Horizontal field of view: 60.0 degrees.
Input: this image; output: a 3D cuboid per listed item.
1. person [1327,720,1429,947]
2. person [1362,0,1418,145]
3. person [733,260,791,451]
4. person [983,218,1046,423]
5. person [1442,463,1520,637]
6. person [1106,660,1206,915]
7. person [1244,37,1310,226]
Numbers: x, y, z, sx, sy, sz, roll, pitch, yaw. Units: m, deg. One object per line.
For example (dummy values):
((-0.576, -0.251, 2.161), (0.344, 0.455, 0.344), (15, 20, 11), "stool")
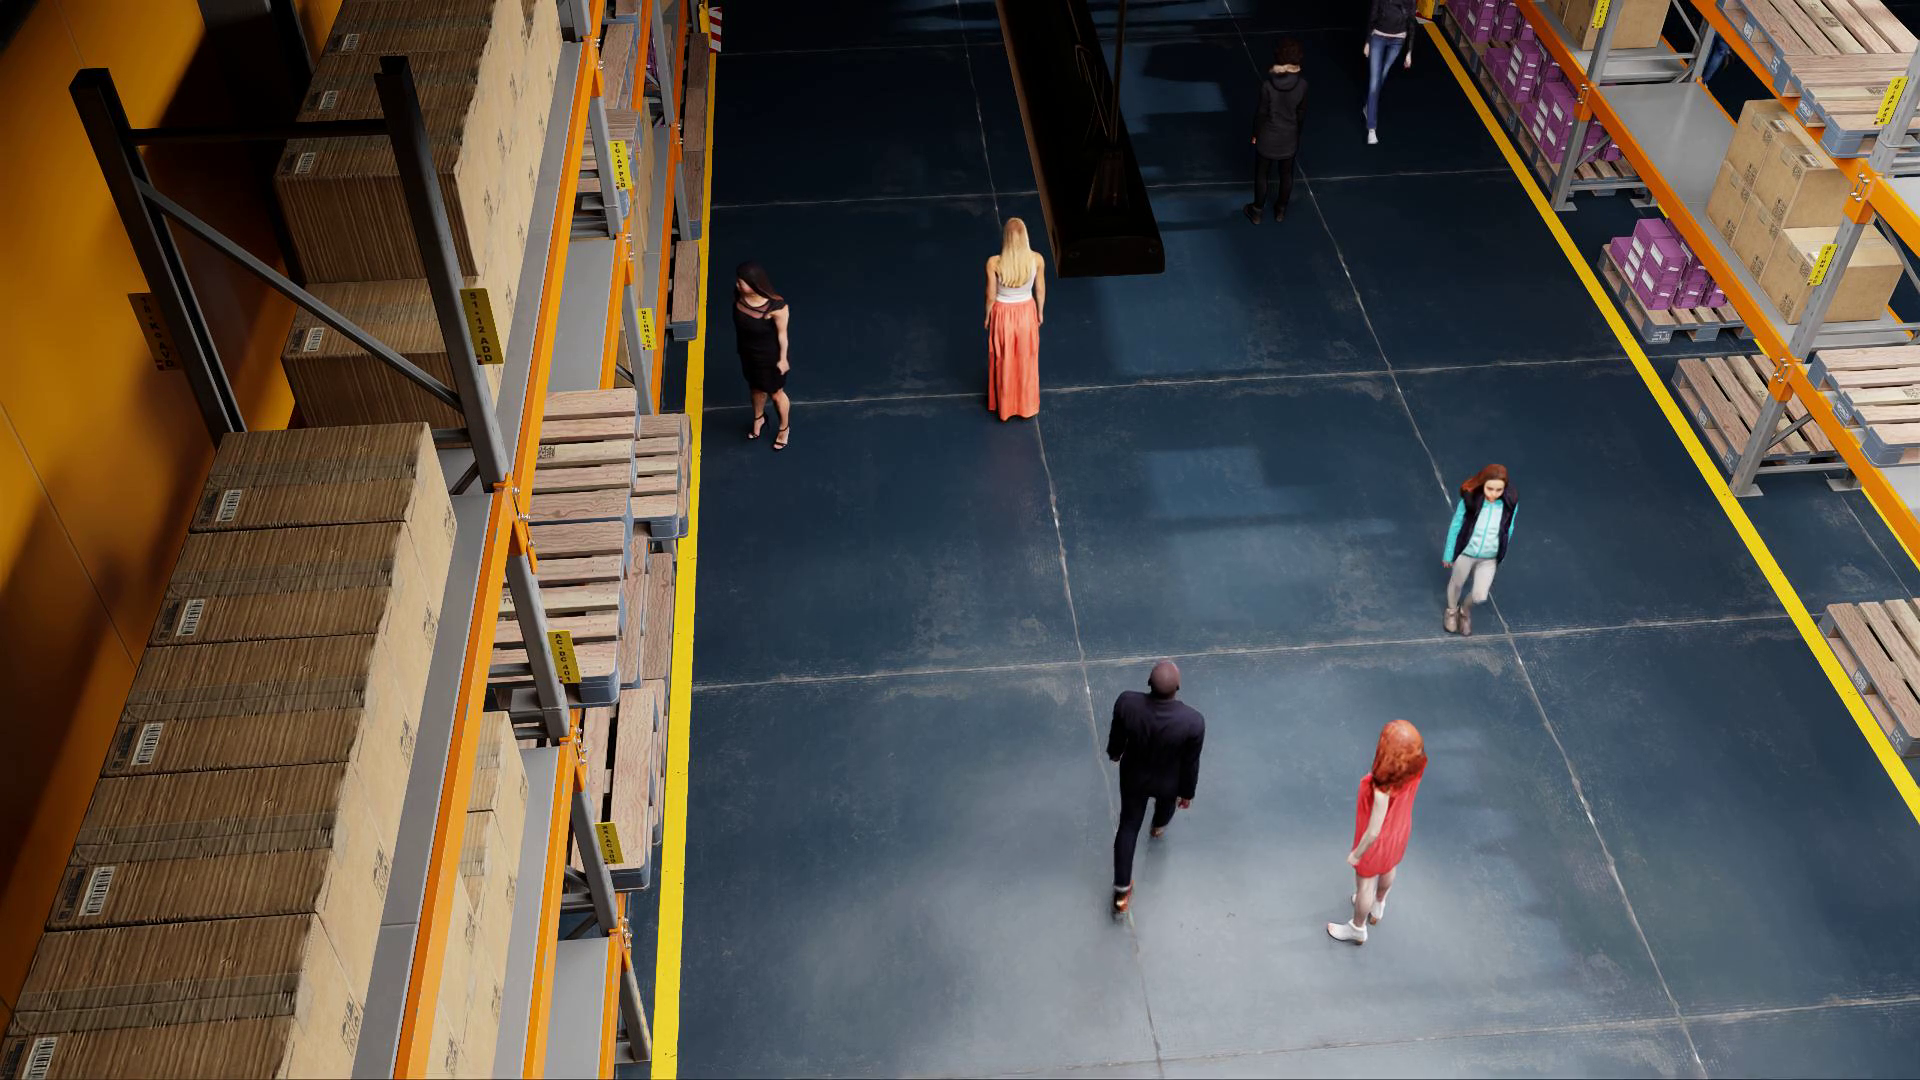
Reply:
((2.355, 1.640, 9.267), (0.670, 1.826, 0.712), (-35, 53, -31), "person")
((4.113, -4.802, 16.084), (0.689, 1.750, 1.160), (1, 44, 1), "person")
((-1.480, -1.405, 12.542), (0.757, 1.715, 0.806), (26, 50, 25), "person")
((0.414, -1.676, 12.762), (0.608, 1.806, 0.556), (-3, 44, -3), "person")
((3.474, 0.016, 11.216), (0.632, 1.487, 0.664), (4, 44, 5), "person")
((1.071, 1.420, 9.534), (1.025, 1.777, 1.291), (13, 45, 13), "person")
((2.842, -3.618, 14.822), (0.605, 1.776, 0.581), (-3, 44, -3), "person")
